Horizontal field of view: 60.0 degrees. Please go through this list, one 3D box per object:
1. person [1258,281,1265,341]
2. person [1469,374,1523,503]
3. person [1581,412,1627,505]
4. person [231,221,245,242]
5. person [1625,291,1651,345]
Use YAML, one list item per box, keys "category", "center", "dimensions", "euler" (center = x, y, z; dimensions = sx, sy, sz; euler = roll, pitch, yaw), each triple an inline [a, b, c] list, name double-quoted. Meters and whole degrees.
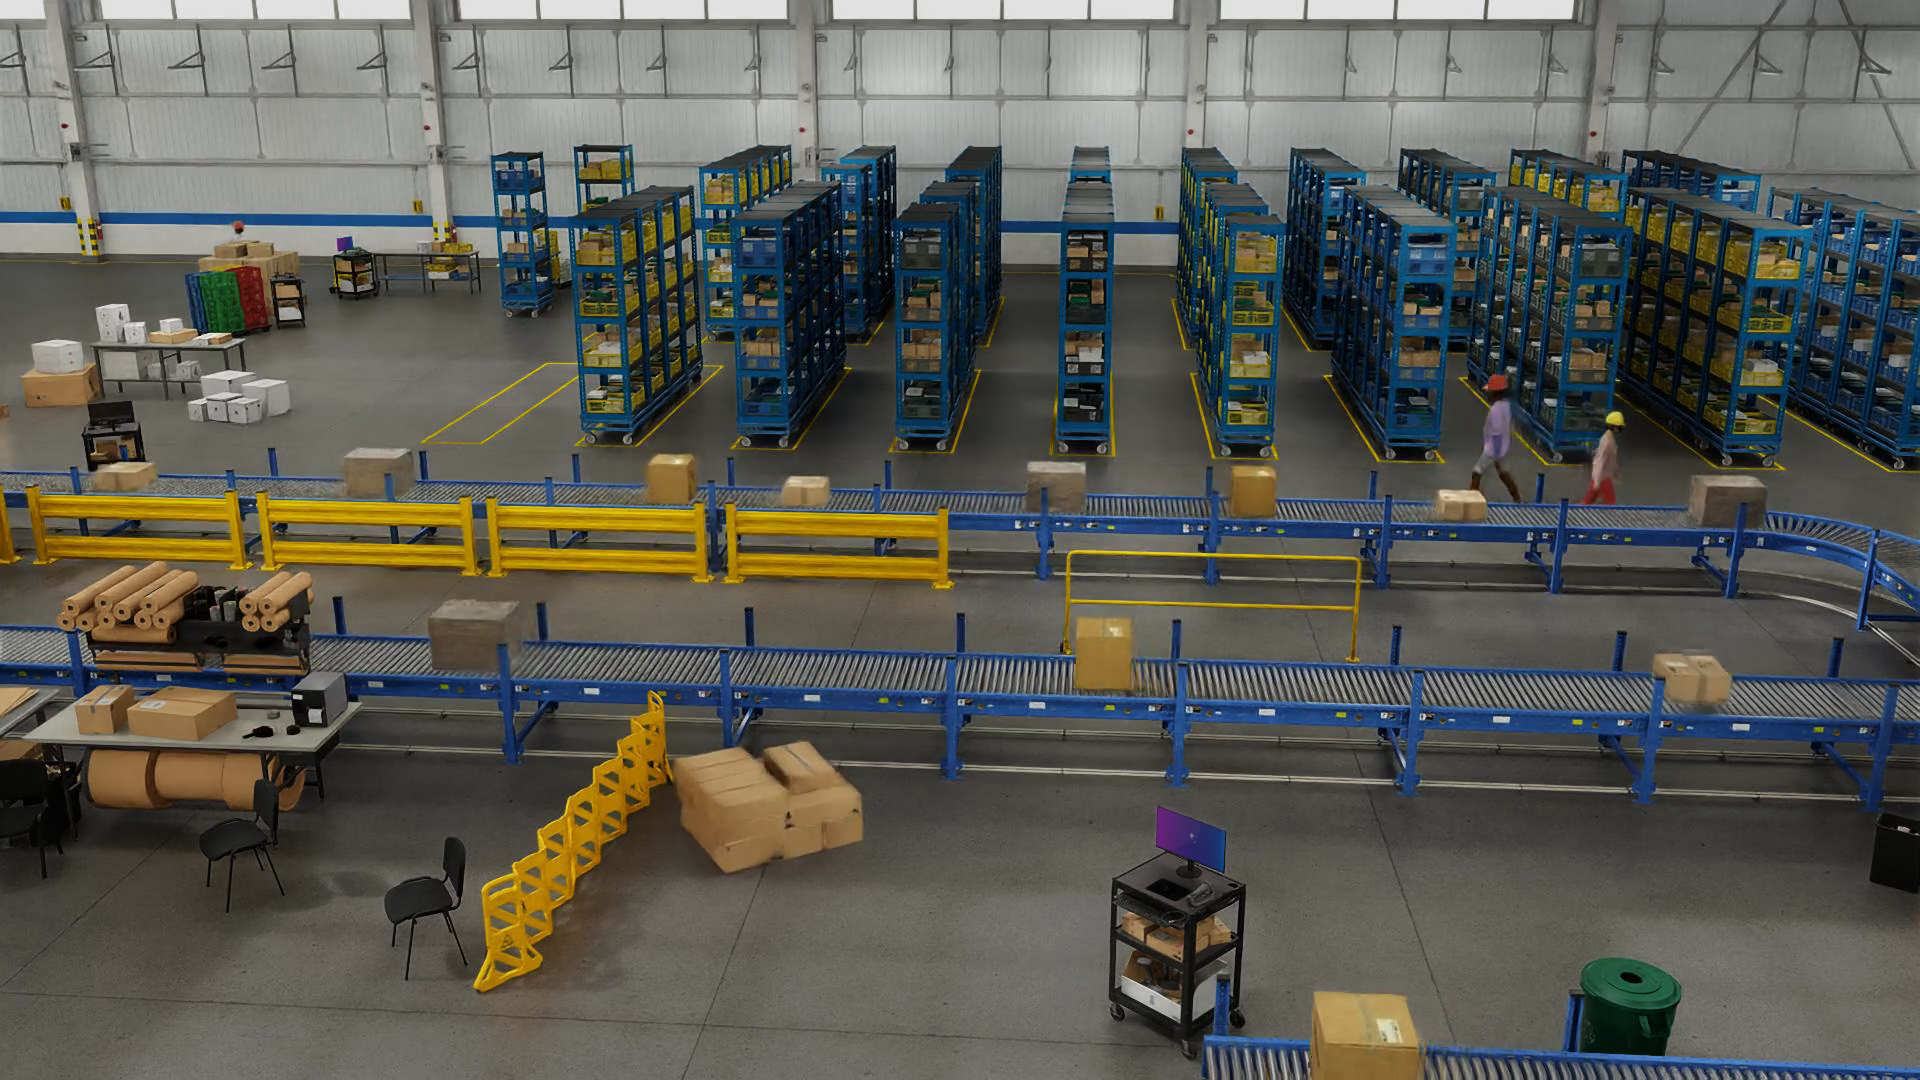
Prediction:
- category: "person"
  center: [5.927, -4.672, 33.361]
  dimensions: [0.390, 1.847, 0.563]
  euler: [5, 18, 14]
- category: "person"
  center: [7.175, -1.233, 22.229]
  dimensions: [1.060, 1.997, 0.612]
  euler: [11, 20, 31]
- category: "person"
  center: [8.310, -0.796, 21.263]
  dimensions: [0.895, 1.719, 0.536]
  euler: [7, 19, 20]
- category: "person"
  center: [-17.775, -7.006, 40.999]
  dimensions: [0.880, 1.713, 0.563]
  euler: [-8, 19, -24]
- category: "person"
  center: [12.821, -4.103, 31.359]
  dimensions: [0.613, 1.971, 0.631]
  euler: [2, 18, 7]
